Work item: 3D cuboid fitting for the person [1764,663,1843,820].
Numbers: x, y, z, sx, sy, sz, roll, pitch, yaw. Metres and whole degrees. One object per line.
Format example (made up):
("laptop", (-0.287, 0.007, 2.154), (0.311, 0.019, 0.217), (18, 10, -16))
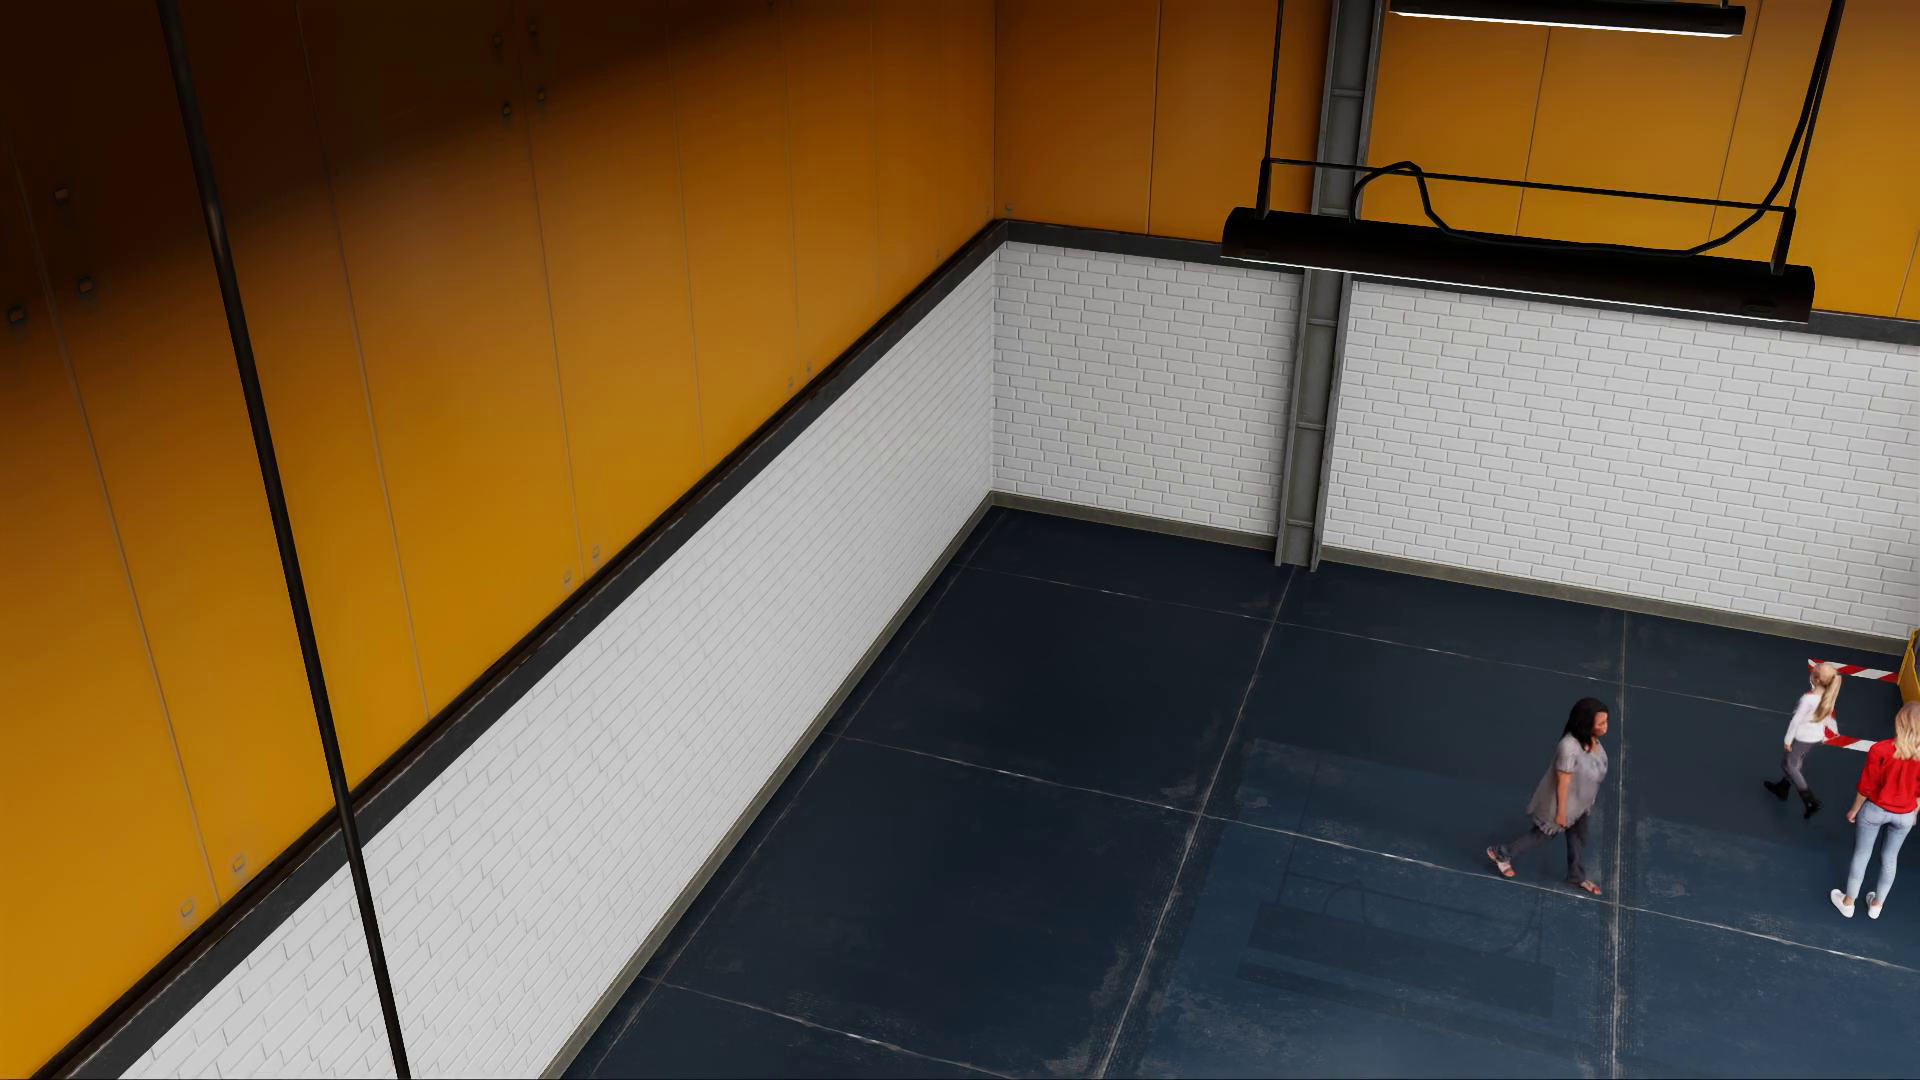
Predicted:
("person", (6.363, 1.504, 12.426), (0.801, 1.265, 0.840), (-10, 30, -18))

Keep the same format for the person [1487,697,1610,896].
("person", (4.152, 1.760, 11.626), (1.095, 1.581, 0.795), (19, 34, 30))

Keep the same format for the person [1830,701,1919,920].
("person", (6.311, 1.848, 11.338), (0.525, 1.703, 0.724), (4, 29, 7))
